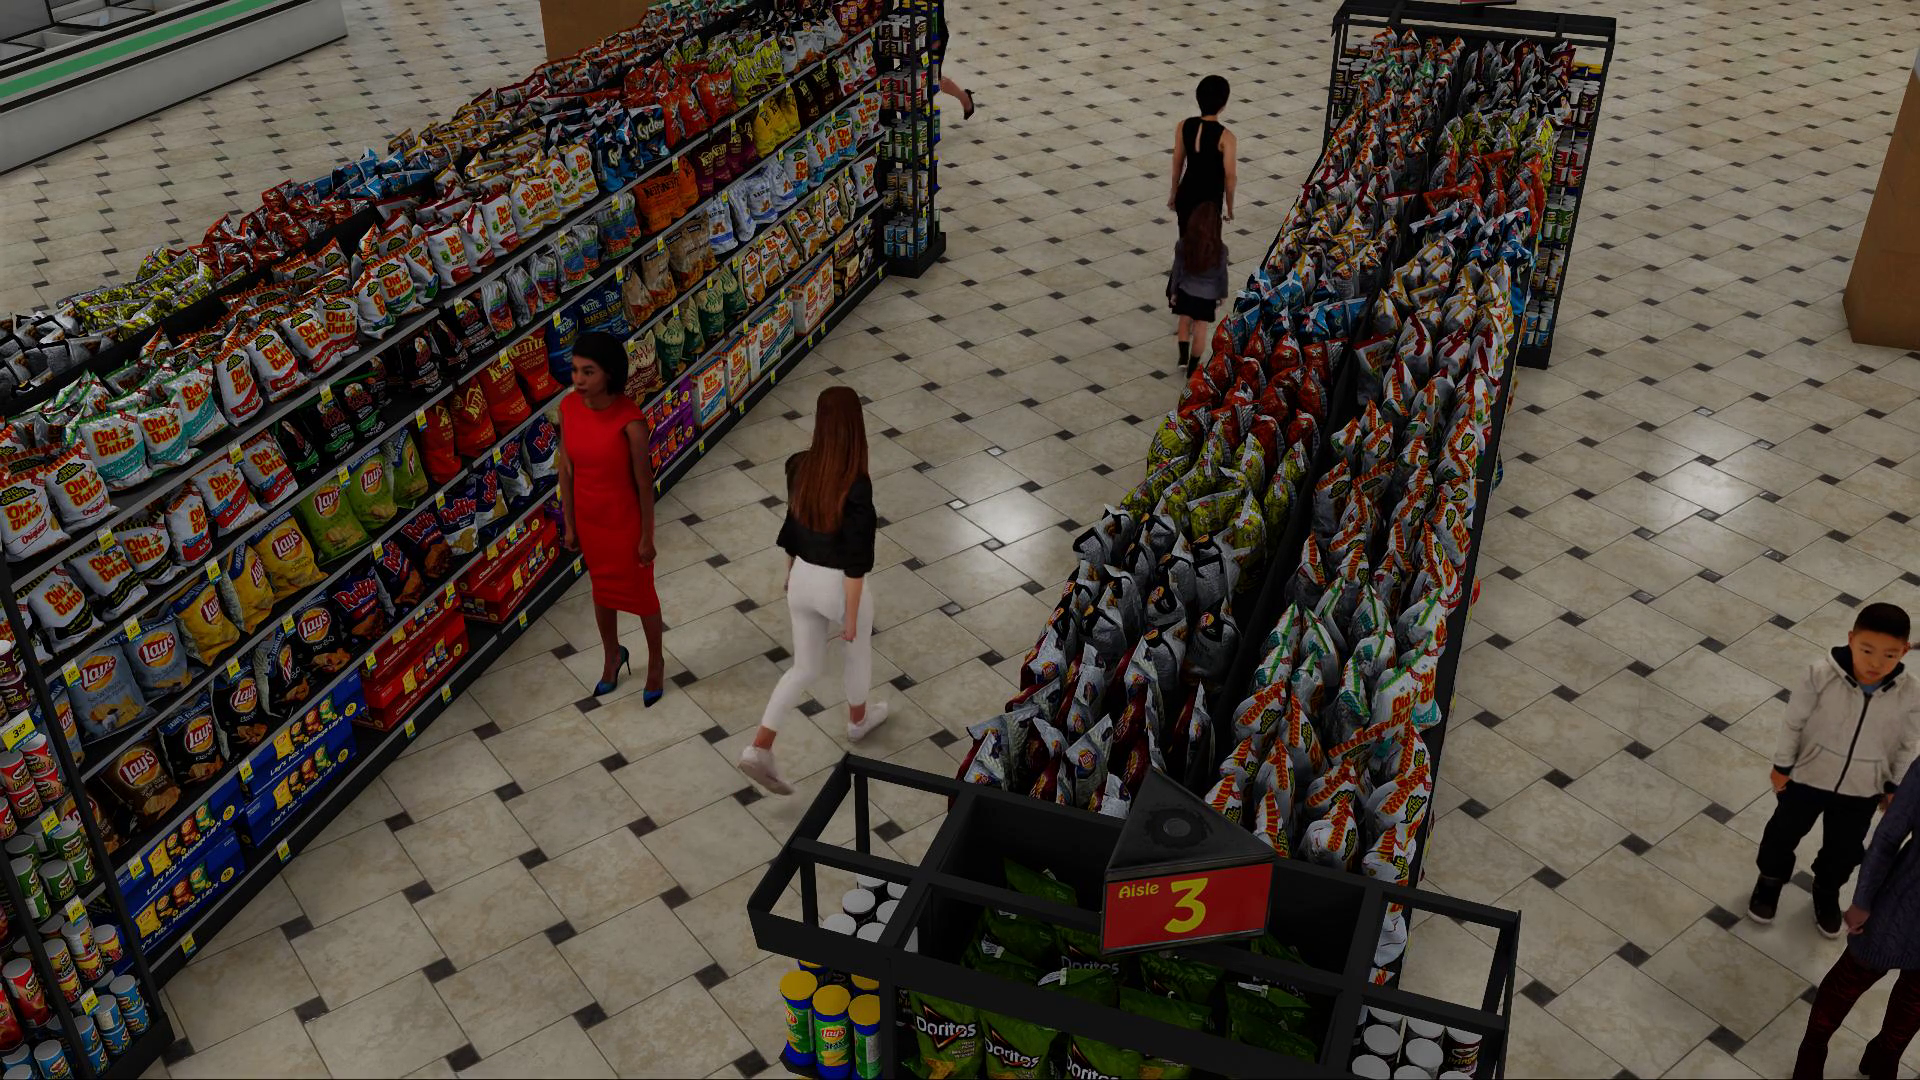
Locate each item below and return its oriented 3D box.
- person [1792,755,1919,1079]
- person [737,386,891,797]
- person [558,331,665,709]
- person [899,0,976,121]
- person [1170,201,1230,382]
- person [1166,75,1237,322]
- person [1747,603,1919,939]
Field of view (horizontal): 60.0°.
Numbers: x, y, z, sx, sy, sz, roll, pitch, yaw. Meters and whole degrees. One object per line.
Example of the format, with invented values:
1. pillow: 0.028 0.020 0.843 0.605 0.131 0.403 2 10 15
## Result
1. person: 2.969 1.120 5.112 0.618 1.710 0.548 6 32 10
2. person: -0.570 0.265 6.550 0.777 1.641 1.151 20 37 29
3. person: -1.449 -0.071 6.995 0.565 1.743 0.492 12 34 18
4. person: -0.221 -4.117 13.579 1.092 1.656 1.017 -16 35 -23
5. person: 1.393 -1.456 9.831 0.488 1.098 0.481 9 33 15
6. person: 1.445 -2.063 10.339 0.670 1.593 0.667 25 40 34
7. person: 3.096 0.802 5.880 0.586 1.437 0.558 10 33 16
